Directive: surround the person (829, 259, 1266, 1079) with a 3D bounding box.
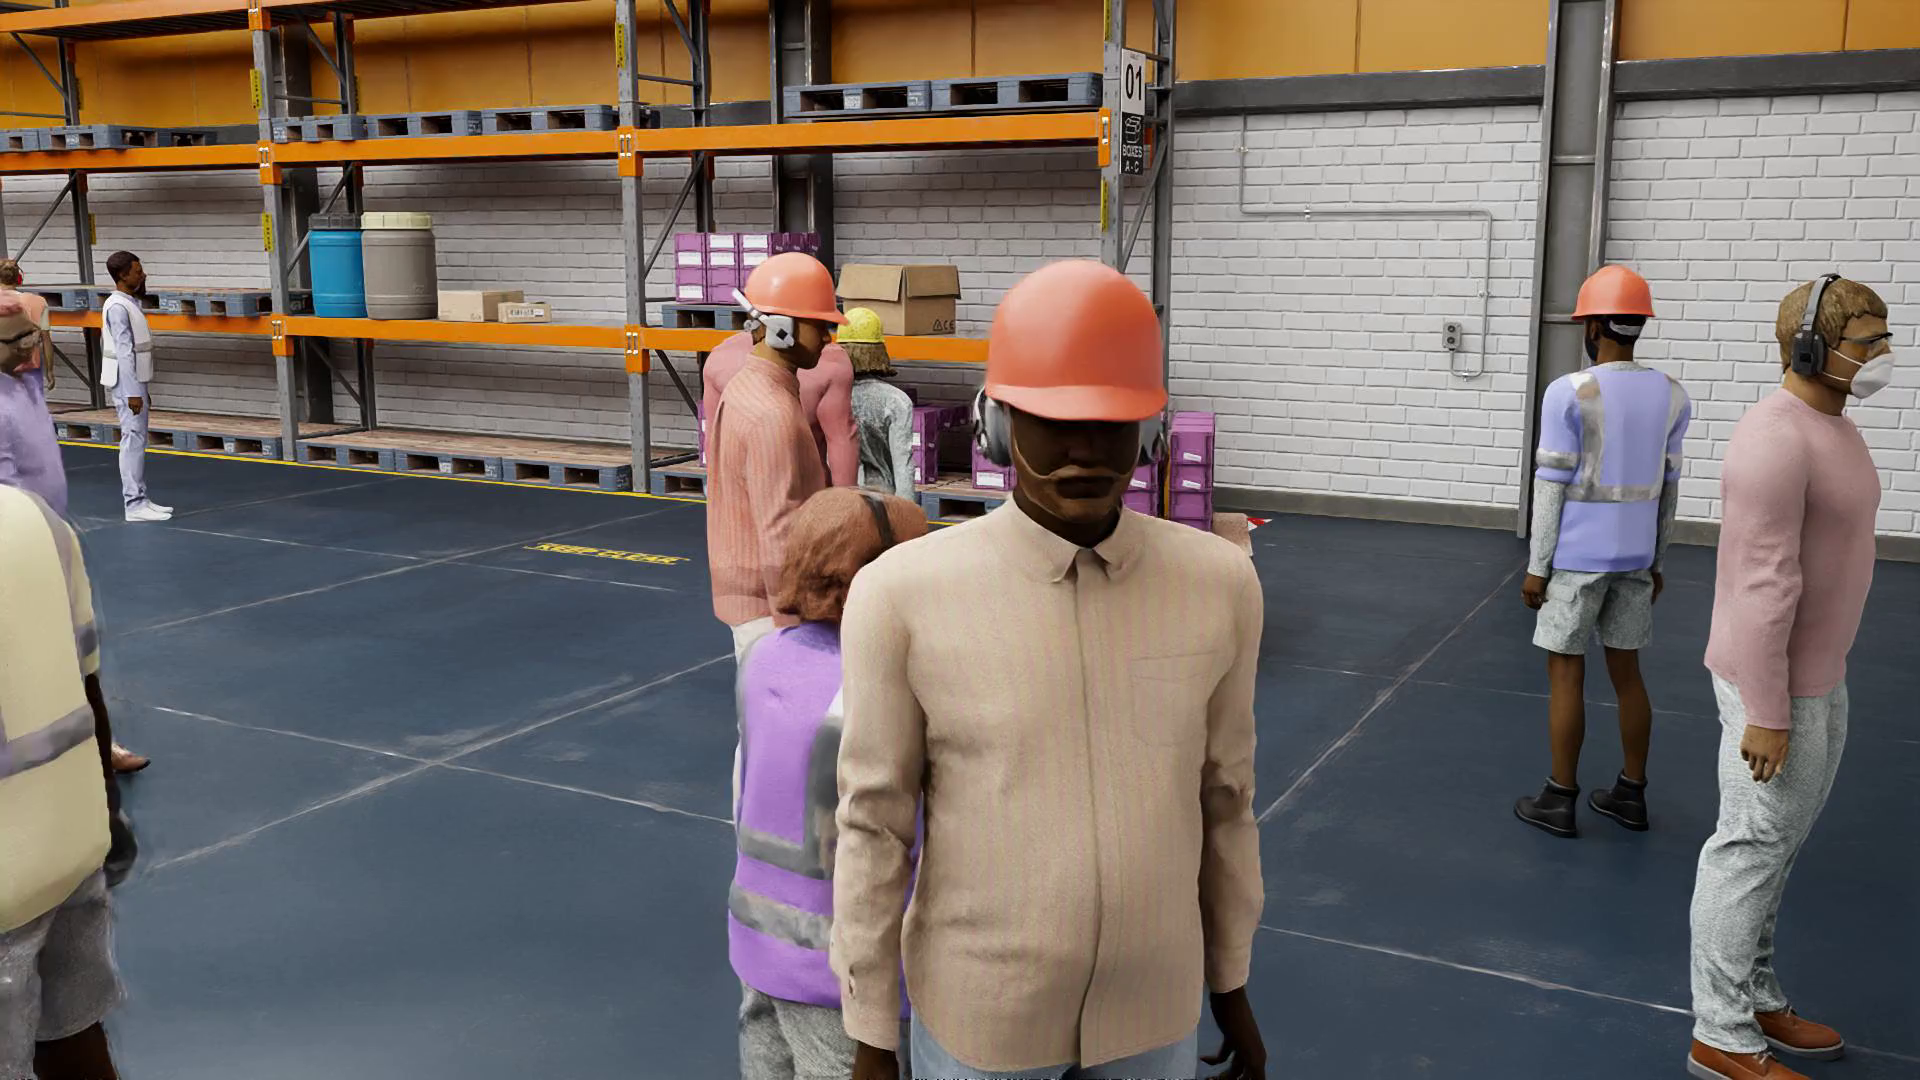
[{"bbox_3d":[0.139,0.632,2.258,0.628,1.987,0.406,-3,11,-17],"label":"person"}]

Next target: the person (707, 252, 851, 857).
[{"bbox_3d":[-0.512,0.176,4.784,0.411,1.980,0.625,-2,11,-13],"label":"person"}]

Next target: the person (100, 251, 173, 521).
[{"bbox_3d":[-5.935,-1.098,11.921,0.392,1.922,0.593,-4,11,-22],"label":"person"}]

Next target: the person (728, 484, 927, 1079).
[{"bbox_3d":[-0.221,0.718,2.791,0.330,1.627,0.536,-7,12,-34],"label":"person"}]

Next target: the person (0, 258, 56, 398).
[{"bbox_3d":[-7.797,-1.394,13.750,0.569,1.845,0.384,-8,13,-38],"label":"person"}]

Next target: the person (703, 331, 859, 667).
[{"bbox_3d":[-0.697,-0.141,6.623,0.638,1.938,0.357,3,11,17],"label":"person"}]

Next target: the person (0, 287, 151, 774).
[{"bbox_3d":[-3.332,0.033,5.934,0.749,1.855,0.725,-2,10,-10],"label":"person"}]

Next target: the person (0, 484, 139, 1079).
[{"bbox_3d":[-1.646,0.552,2.831,0.403,1.944,0.730,0,10,0],"label":"person"}]

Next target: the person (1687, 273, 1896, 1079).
[{"bbox_3d":[1.966,0.349,3.939,0.363,1.939,0.636,8,13,37],"label":"person"}]

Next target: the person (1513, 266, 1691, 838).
[{"bbox_3d":[2.173,0.043,5.671,0.543,1.926,0.394,-3,11,-17],"label":"person"}]

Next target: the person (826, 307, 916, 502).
[{"bbox_3d":[-0.404,-0.085,6.888,0.483,1.737,0.320,4,11,19],"label":"person"}]
